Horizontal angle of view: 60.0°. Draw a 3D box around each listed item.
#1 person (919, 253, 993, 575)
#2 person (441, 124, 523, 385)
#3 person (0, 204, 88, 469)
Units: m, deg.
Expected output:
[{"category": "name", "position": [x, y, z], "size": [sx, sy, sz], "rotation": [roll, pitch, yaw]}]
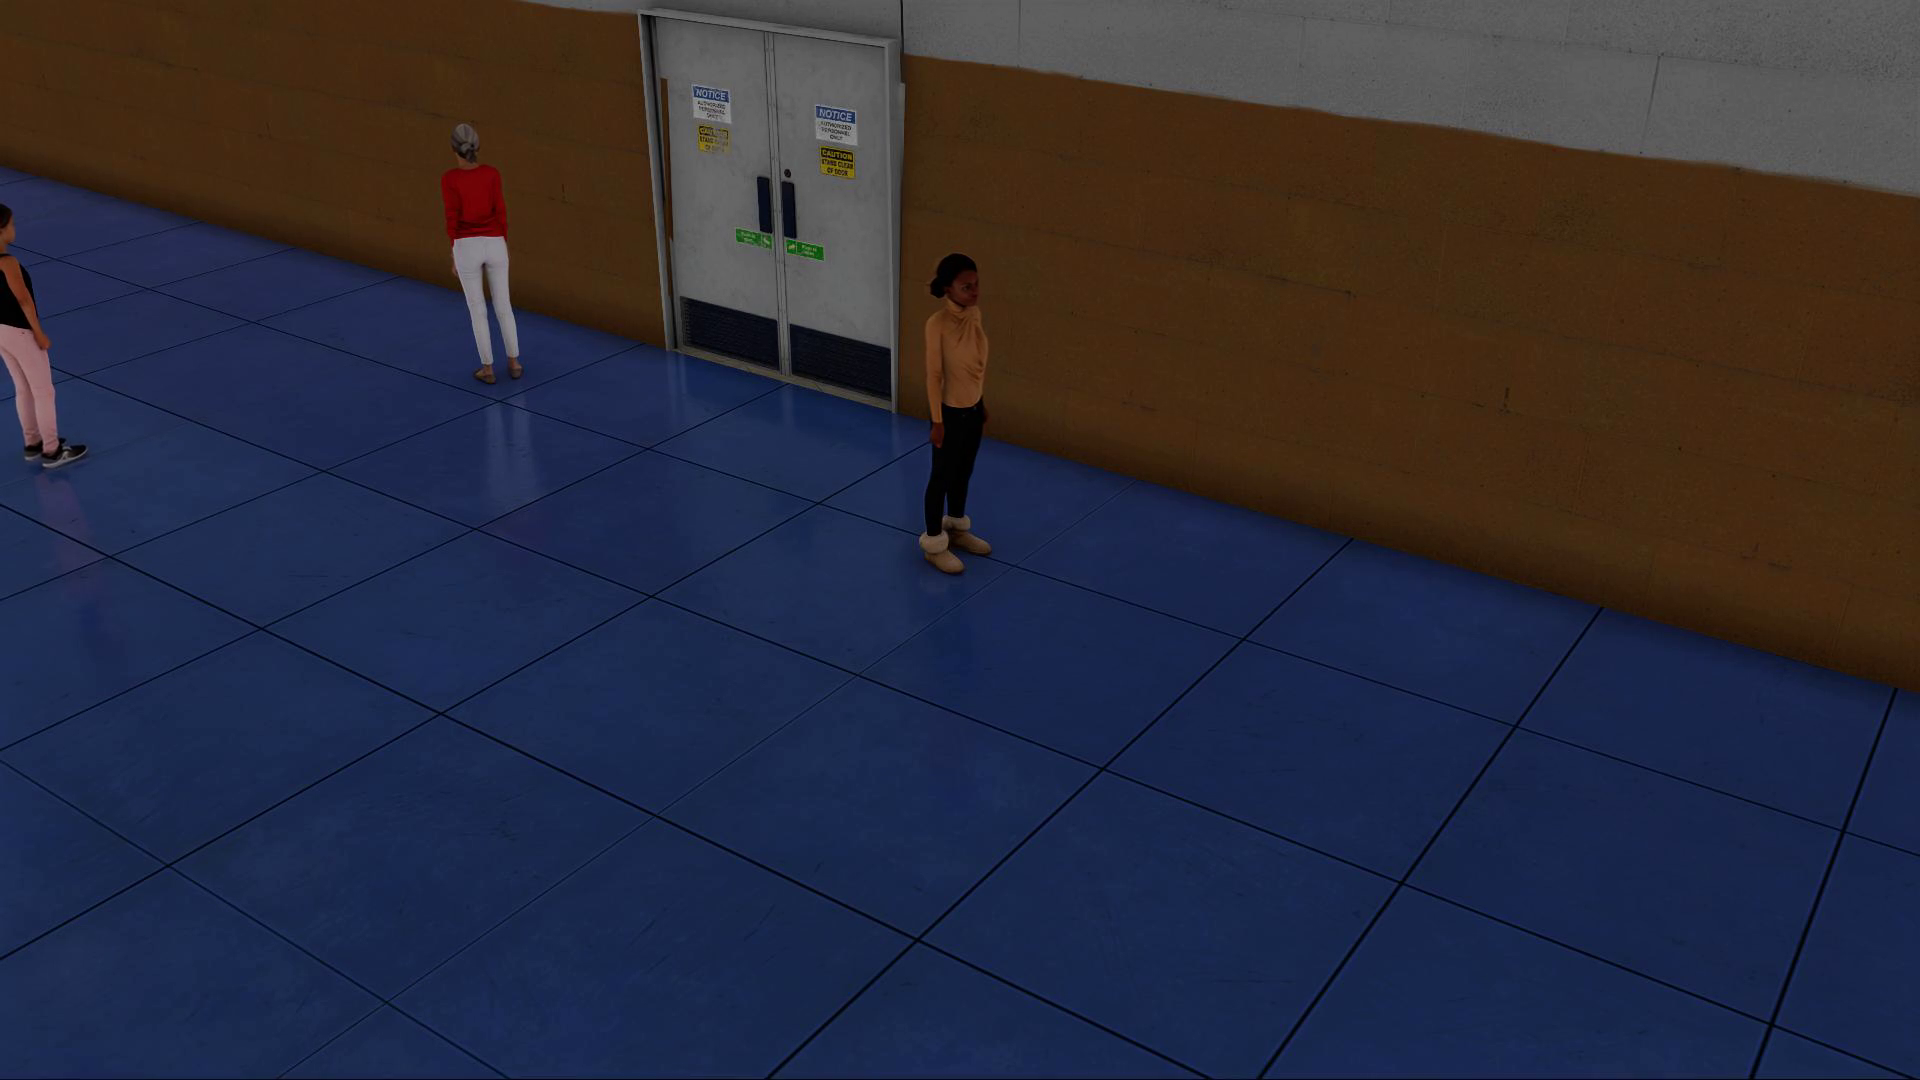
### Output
[{"category": "person", "position": [-0.022, -0.660, 8.474], "size": [0.652, 1.659, 0.459], "rotation": [18, 32, 31]}, {"category": "person", "position": [-3.109, -1.850, 10.784], "size": [0.588, 1.693, 0.691], "rotation": [-15, 31, -27]}, {"category": "person", "position": [-5.440, -1.174, 9.599], "size": [0.540, 1.559, 0.537], "rotation": [14, 30, 26]}]
